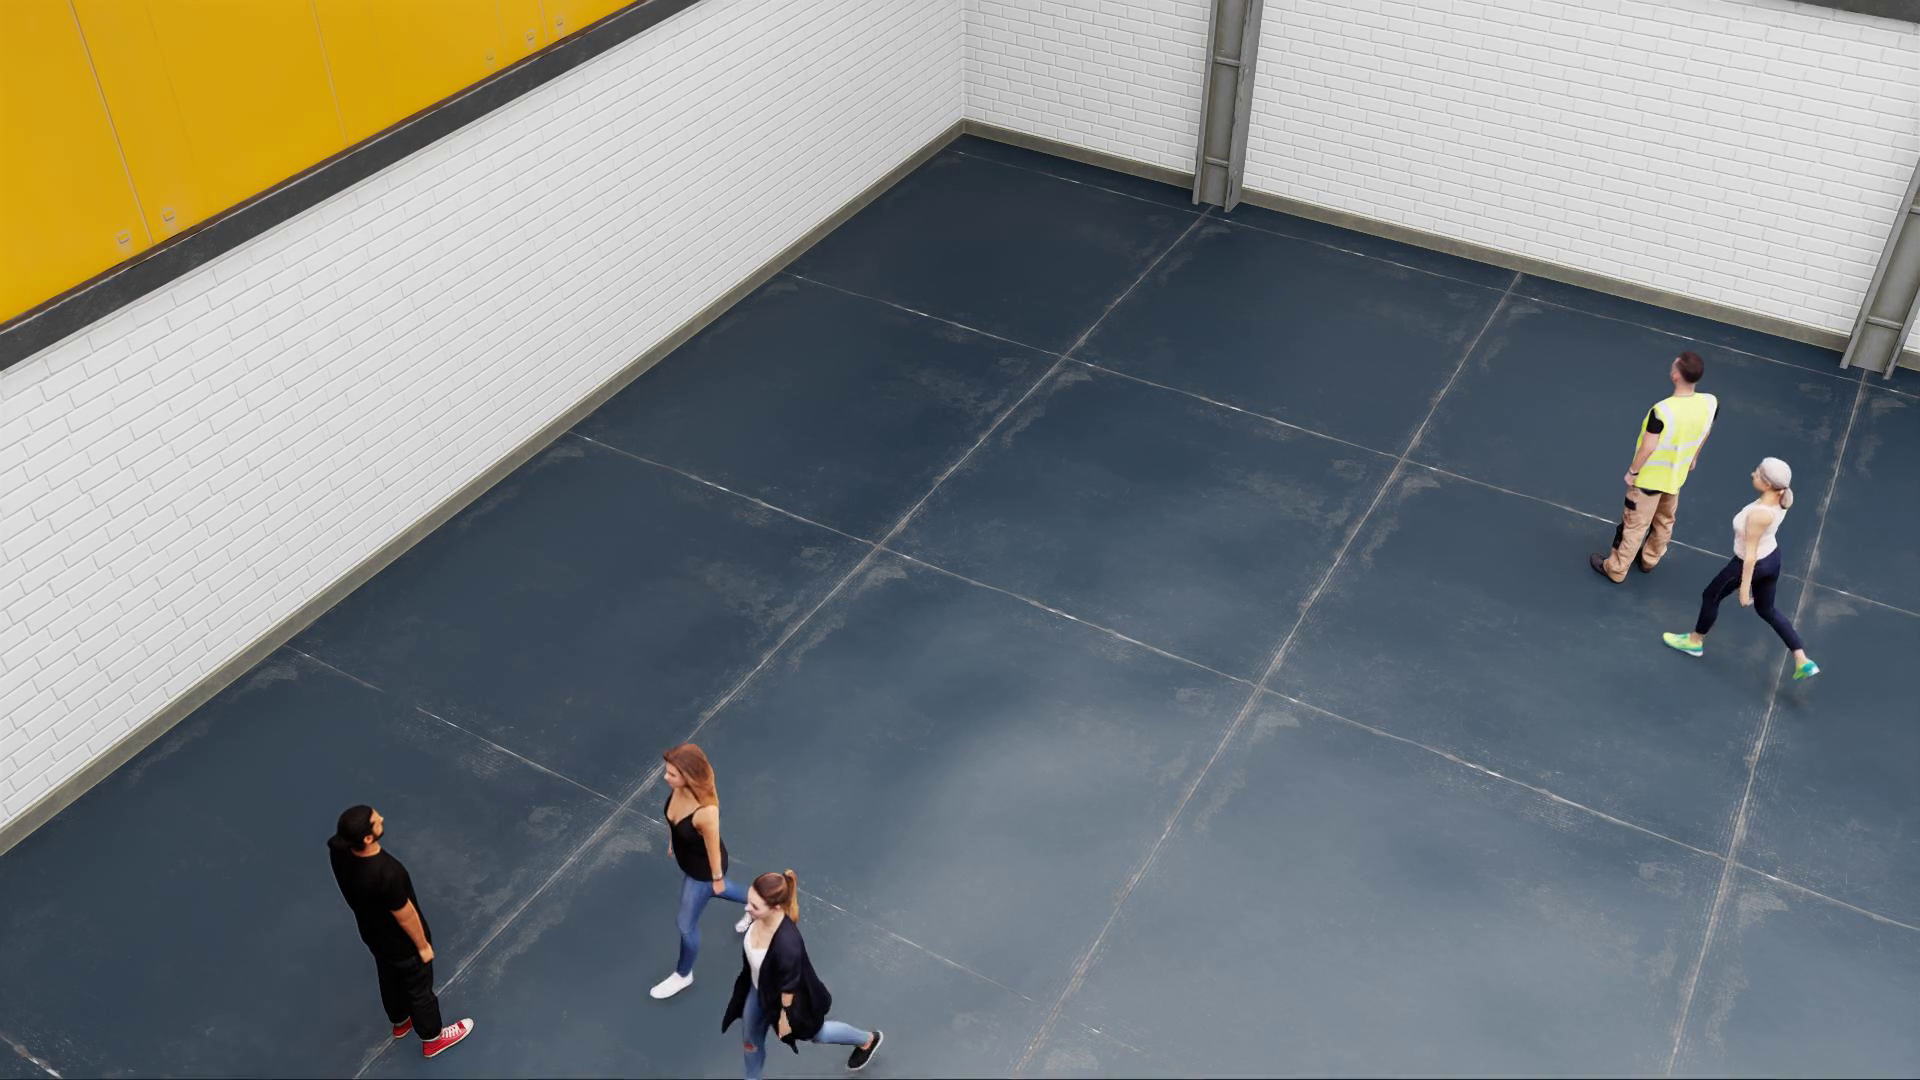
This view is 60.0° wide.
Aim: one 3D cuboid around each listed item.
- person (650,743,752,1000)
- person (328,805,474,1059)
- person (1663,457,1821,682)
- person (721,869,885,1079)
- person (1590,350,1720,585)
[{"bbox_3d":[-1.325,1.677,8.878,0.973,1.688,1.070,-20,43,-23],"label":"person"},{"bbox_3d":[-2.886,1.976,8.447,0.505,1.758,0.694,22,44,25],"label":"person"},{"bbox_3d":[5.178,0.246,10.692,0.859,1.660,1.257,-28,47,-31],"label":"person"},{"bbox_3d":[-0.782,2.215,8.236,1.077,1.647,1.158,-19,42,-22],"label":"person"},{"bbox_3d":[4.822,-0.490,11.465,0.856,1.846,0.912,-12,40,-14],"label":"person"}]
